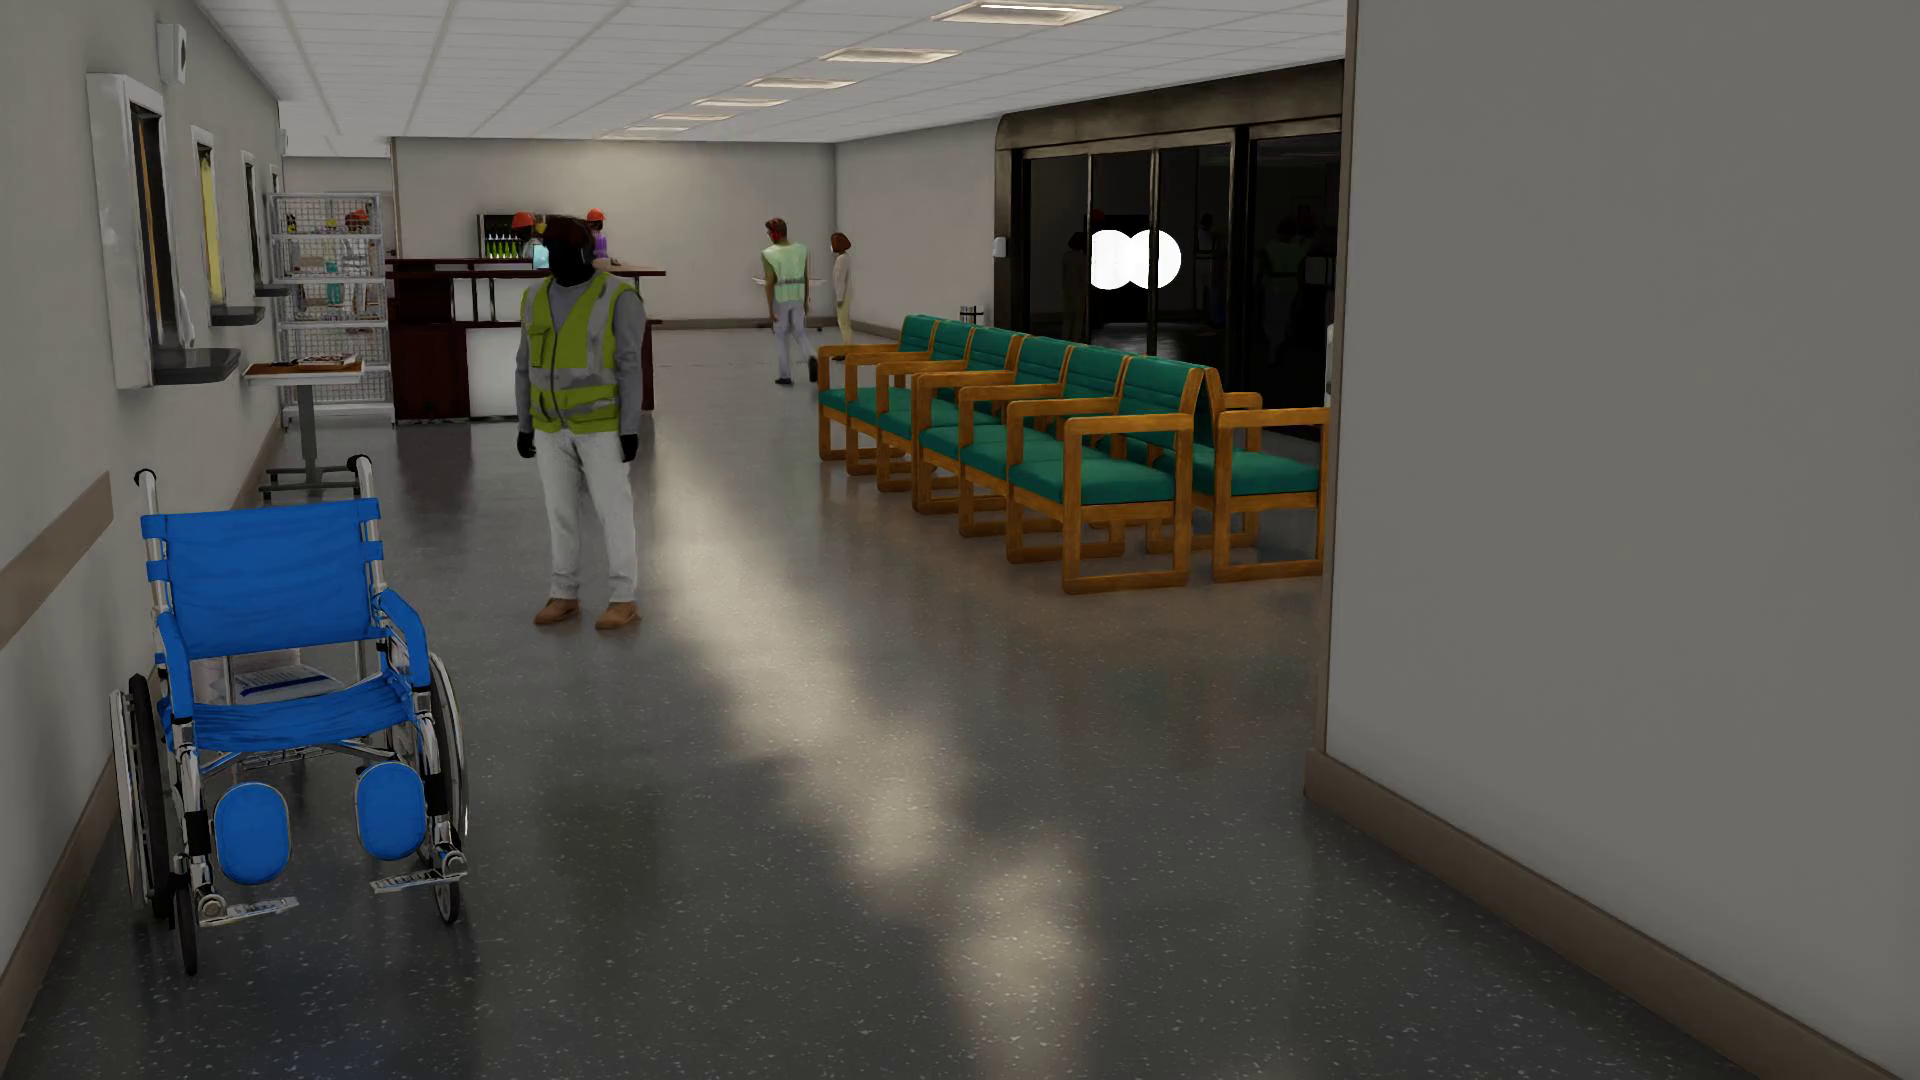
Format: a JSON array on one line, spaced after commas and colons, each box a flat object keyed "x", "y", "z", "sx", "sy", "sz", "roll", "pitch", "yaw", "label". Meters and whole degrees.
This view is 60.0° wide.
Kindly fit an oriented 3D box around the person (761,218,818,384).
[{"x": -1.836, "y": -2.560, "z": 17.970, "sx": 0.606, "sy": 1.813, "sz": 0.715, "roll": -7, "pitch": 13, "yaw": -31, "label": "person"}]

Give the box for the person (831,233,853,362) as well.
[{"x": -1.509, "y": -3.094, "z": 21.203, "sx": 0.291, "sy": 1.627, "sz": 0.508, "roll": 0, "pitch": 11, "yaw": 1, "label": "person"}]

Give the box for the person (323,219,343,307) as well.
[{"x": -12.624, "y": -5.576, "z": 33.554, "sx": 0.527, "sy": 1.772, "sz": 0.305, "roll": 9, "pitch": 14, "yaw": 38, "label": "person"}]

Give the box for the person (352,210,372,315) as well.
[{"x": -10.045, "y": -4.574, "z": 27.984, "sx": 0.373, "sy": 1.934, "sz": 0.551, "roll": 2, "pitch": 11, "yaw": 10, "label": "person"}]

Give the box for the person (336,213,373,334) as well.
[{"x": -9.502, "y": -4.183, "z": 26.111, "sx": 0.337, "sy": 1.882, "sz": 0.584, "roll": 7, "pitch": 13, "yaw": 33, "label": "person"}]

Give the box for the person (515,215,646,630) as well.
[{"x": -1.704, "y": -0.518, "z": 7.438, "sx": 0.635, "sy": 1.837, "sz": 0.429, "roll": 4, "pitch": 12, "yaw": 19, "label": "person"}]
